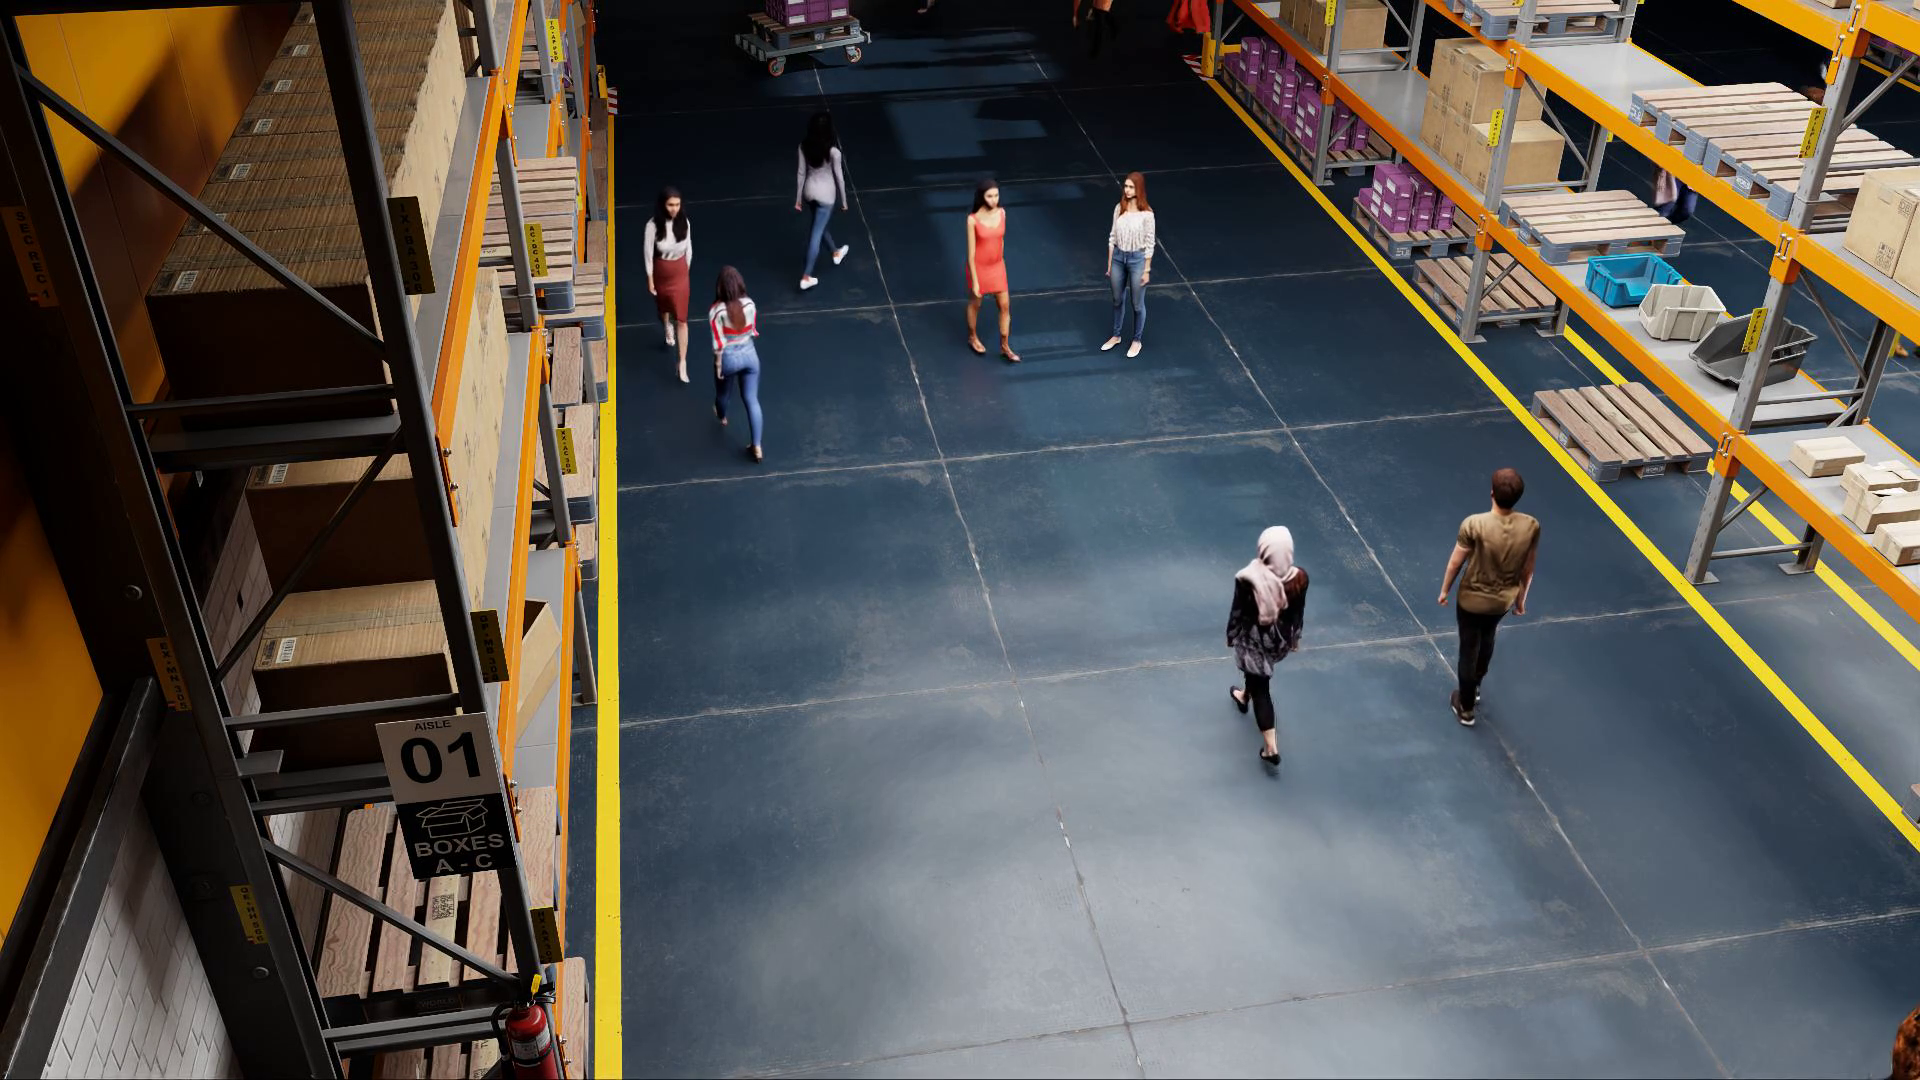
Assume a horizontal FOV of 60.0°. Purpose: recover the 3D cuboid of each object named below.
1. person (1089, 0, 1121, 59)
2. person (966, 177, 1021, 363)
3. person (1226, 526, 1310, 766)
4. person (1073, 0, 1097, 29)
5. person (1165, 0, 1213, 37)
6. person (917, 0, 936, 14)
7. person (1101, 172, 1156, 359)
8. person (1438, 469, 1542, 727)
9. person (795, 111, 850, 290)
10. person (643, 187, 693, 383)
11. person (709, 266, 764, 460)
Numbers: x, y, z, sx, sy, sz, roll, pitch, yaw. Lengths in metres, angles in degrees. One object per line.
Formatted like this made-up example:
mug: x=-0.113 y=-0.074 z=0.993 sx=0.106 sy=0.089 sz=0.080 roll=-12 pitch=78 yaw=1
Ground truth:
person: x=1.992 y=-7.456 z=22.547 sx=1.152 sy=1.681 sz=1.260 roll=19 pitch=38 yaw=26
person: x=0.183 y=-2.465 z=15.028 sx=0.784 sy=1.693 sz=0.957 roll=-17 pitch=37 yaw=-24
person: x=1.931 y=0.670 z=10.397 sx=0.680 sy=1.598 sz=1.093 roll=-8 pitch=34 yaw=-11
person: x=1.847 y=-8.080 z=23.509 sx=0.788 sy=1.657 sz=0.850 roll=15 pitch=37 yaw=22
person: x=3.158 y=-7.904 z=23.143 sx=1.181 sy=1.768 sz=1.130 roll=21 pitch=39 yaw=28
person: x=-0.548 y=-8.487 z=24.201 sx=0.815 sy=1.755 sz=0.740 roll=11 pitch=35 yaw=16
person: x=1.542 y=-2.503 z=15.055 sx=0.644 sy=1.728 sz=0.694 roll=19 pitch=38 yaw=27
person: x=3.367 y=0.414 z=10.562 sx=0.728 sy=1.843 sz=0.780 roll=-1 pitch=34 yaw=-1
person: x=-1.424 y=-3.276 z=16.262 sx=1.080 sy=1.678 sz=1.215 roll=17 pitch=37 yaw=23
person: x=-2.603 y=-2.322 z=14.807 sx=0.651 sy=1.699 sz=1.150 roll=-8 pitch=34 yaw=-12
person: x=-1.787 y=-1.412 z=13.556 sx=0.817 sy=1.570 sz=1.154 roll=-17 pitch=37 yaw=-24
